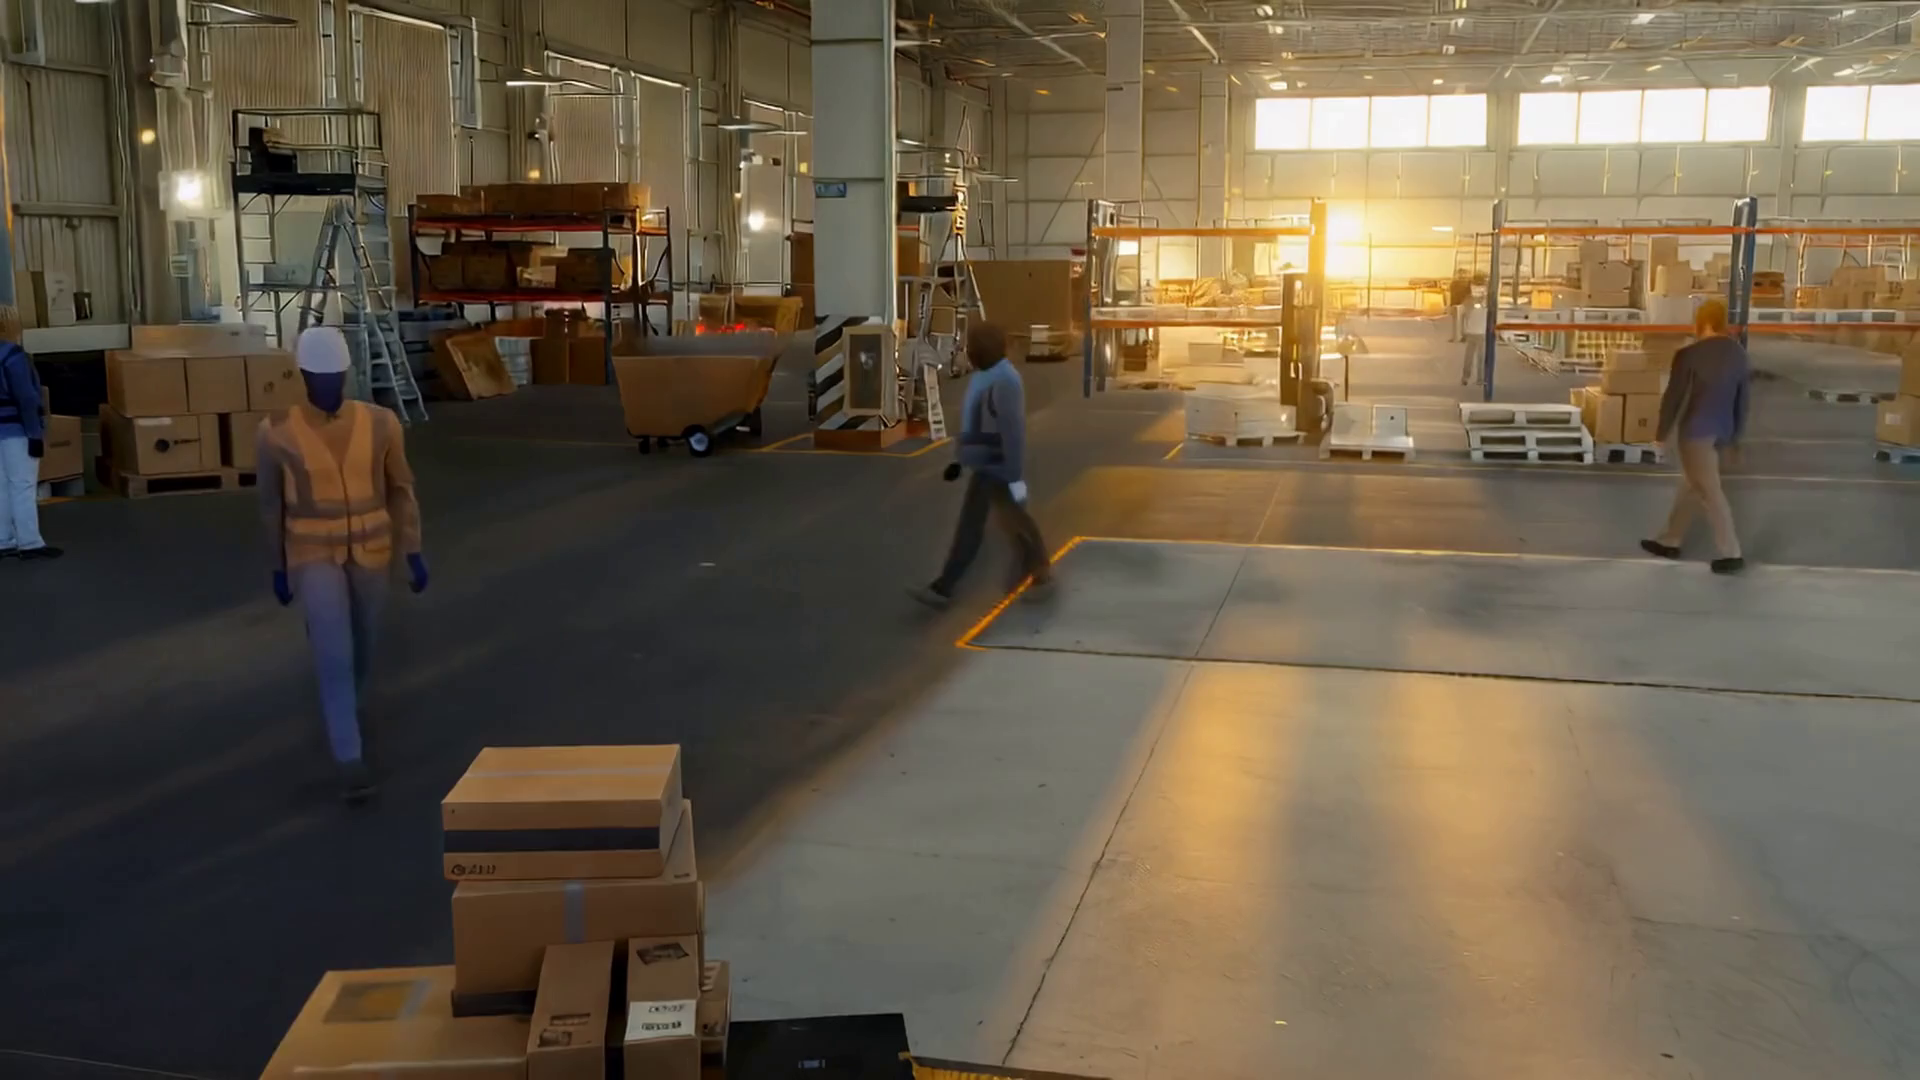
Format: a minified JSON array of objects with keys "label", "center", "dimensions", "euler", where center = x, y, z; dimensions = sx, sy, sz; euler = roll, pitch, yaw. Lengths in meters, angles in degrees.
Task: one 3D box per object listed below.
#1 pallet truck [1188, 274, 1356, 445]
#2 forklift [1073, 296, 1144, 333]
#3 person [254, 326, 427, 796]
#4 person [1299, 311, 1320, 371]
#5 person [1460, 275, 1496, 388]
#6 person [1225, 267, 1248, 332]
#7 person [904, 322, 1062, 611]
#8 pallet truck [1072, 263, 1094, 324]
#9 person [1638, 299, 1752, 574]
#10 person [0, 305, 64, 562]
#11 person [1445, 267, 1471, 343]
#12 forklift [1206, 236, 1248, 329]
[{"label":"pallet truck","center":[3.653,-2.138,19.590],"dimensions":[1.885,1.965,0.823],"euler":[-4,10,-20]},{"label":"forklift","center":[4.260,-7.282,47.279],"dimensions":[1.873,2.768,1.129],"euler":[2,10,14]},{"label":"person","center":[-2.626,0.043,7.041],"dimensions":[0.608,1.903,0.992],"euler":[-6,12,-33]},{"label":"person","center":[6.746,-4.100,31.918],"dimensions":[0.486,1.738,0.322],"euler":[-9,13,-41]},{"label":"person","center":[8.612,-3.463,27.707],"dimensions":[0.608,1.879,0.946],"euler":[5,11,26]},{"label":"person","center":[8.044,-7.003,48.457],"dimensions":[0.632,1.918,0.446],"euler":[3,10,18]},{"label":"person","center":[0.187,-0.450,10.290],"dimensions":[1.020,1.791,0.621],"euler":[-1,10,-6]},{"label":"pallet truck","center":[4.325,-8.180,55.162],"dimensions":[0.823,1.965,1.885],"euler":[6,11,31]},{"label":"person","center":[5.204,-0.733,11.654],"dimensions":[0.648,1.889,1.014],"euler":[-4,10,-23]},{"label":"person","center":[-6.786,-0.758,11.921],"dimensions":[0.632,1.843,0.429],"euler":[5,11,27]},{"label":"person","center":[12.699,-5.973,42.350],"dimensions":[0.376,1.937,0.629],"euler":[-8,13,-40]},{"label":"forklift","center":[8.478,-7.818,50.437],"dimensions":[1.873,2.768,1.129],"euler":[3,10,18]}]
